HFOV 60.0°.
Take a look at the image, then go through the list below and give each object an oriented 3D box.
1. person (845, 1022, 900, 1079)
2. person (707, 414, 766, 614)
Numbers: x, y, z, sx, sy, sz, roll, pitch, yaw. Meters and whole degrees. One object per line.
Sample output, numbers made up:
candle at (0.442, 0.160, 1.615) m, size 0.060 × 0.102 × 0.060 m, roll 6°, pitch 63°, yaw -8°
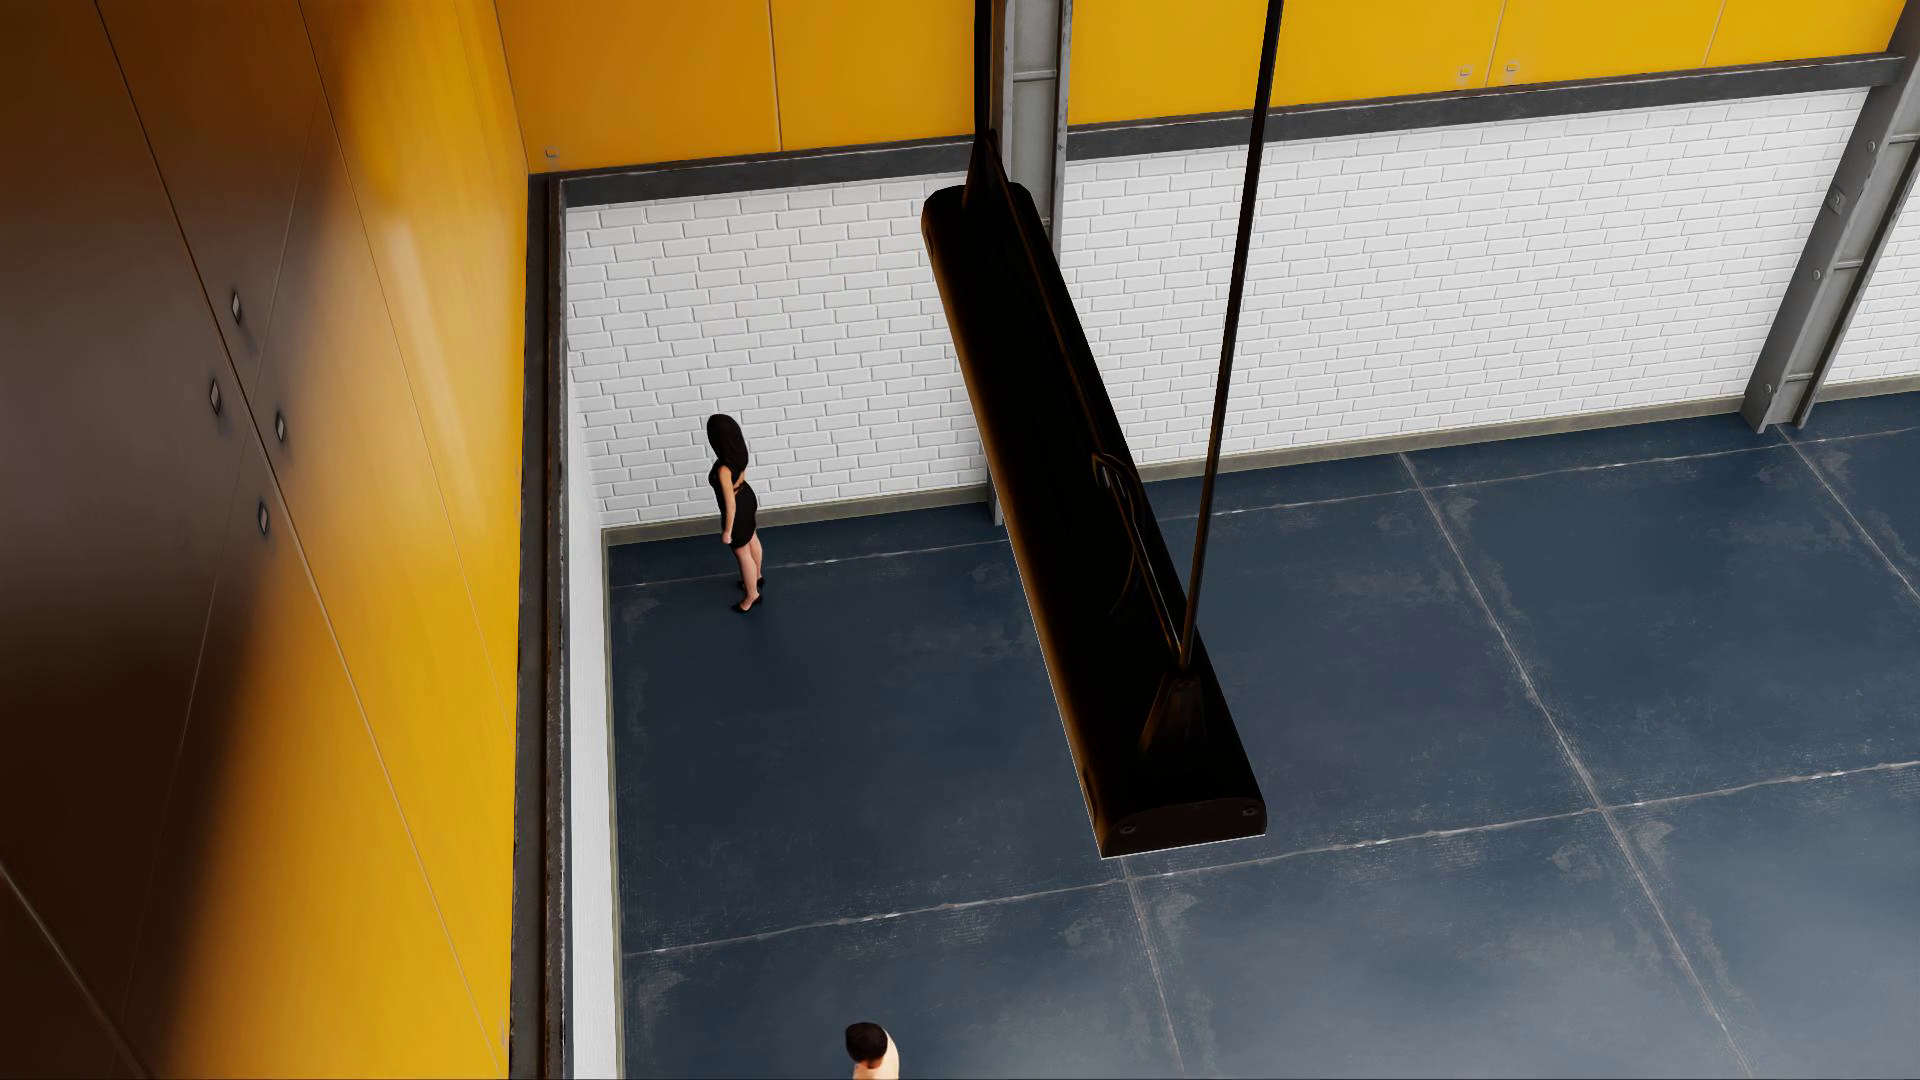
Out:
person at (-0.399, 2.740, 8.043) m, size 0.532 × 1.461 × 0.558 m, roll 0°, pitch 44°, yaw 0°
person at (-1.453, -0.176, 10.969) m, size 0.601 × 1.647 × 0.622 m, roll 8°, pitch 44°, yaw 8°
